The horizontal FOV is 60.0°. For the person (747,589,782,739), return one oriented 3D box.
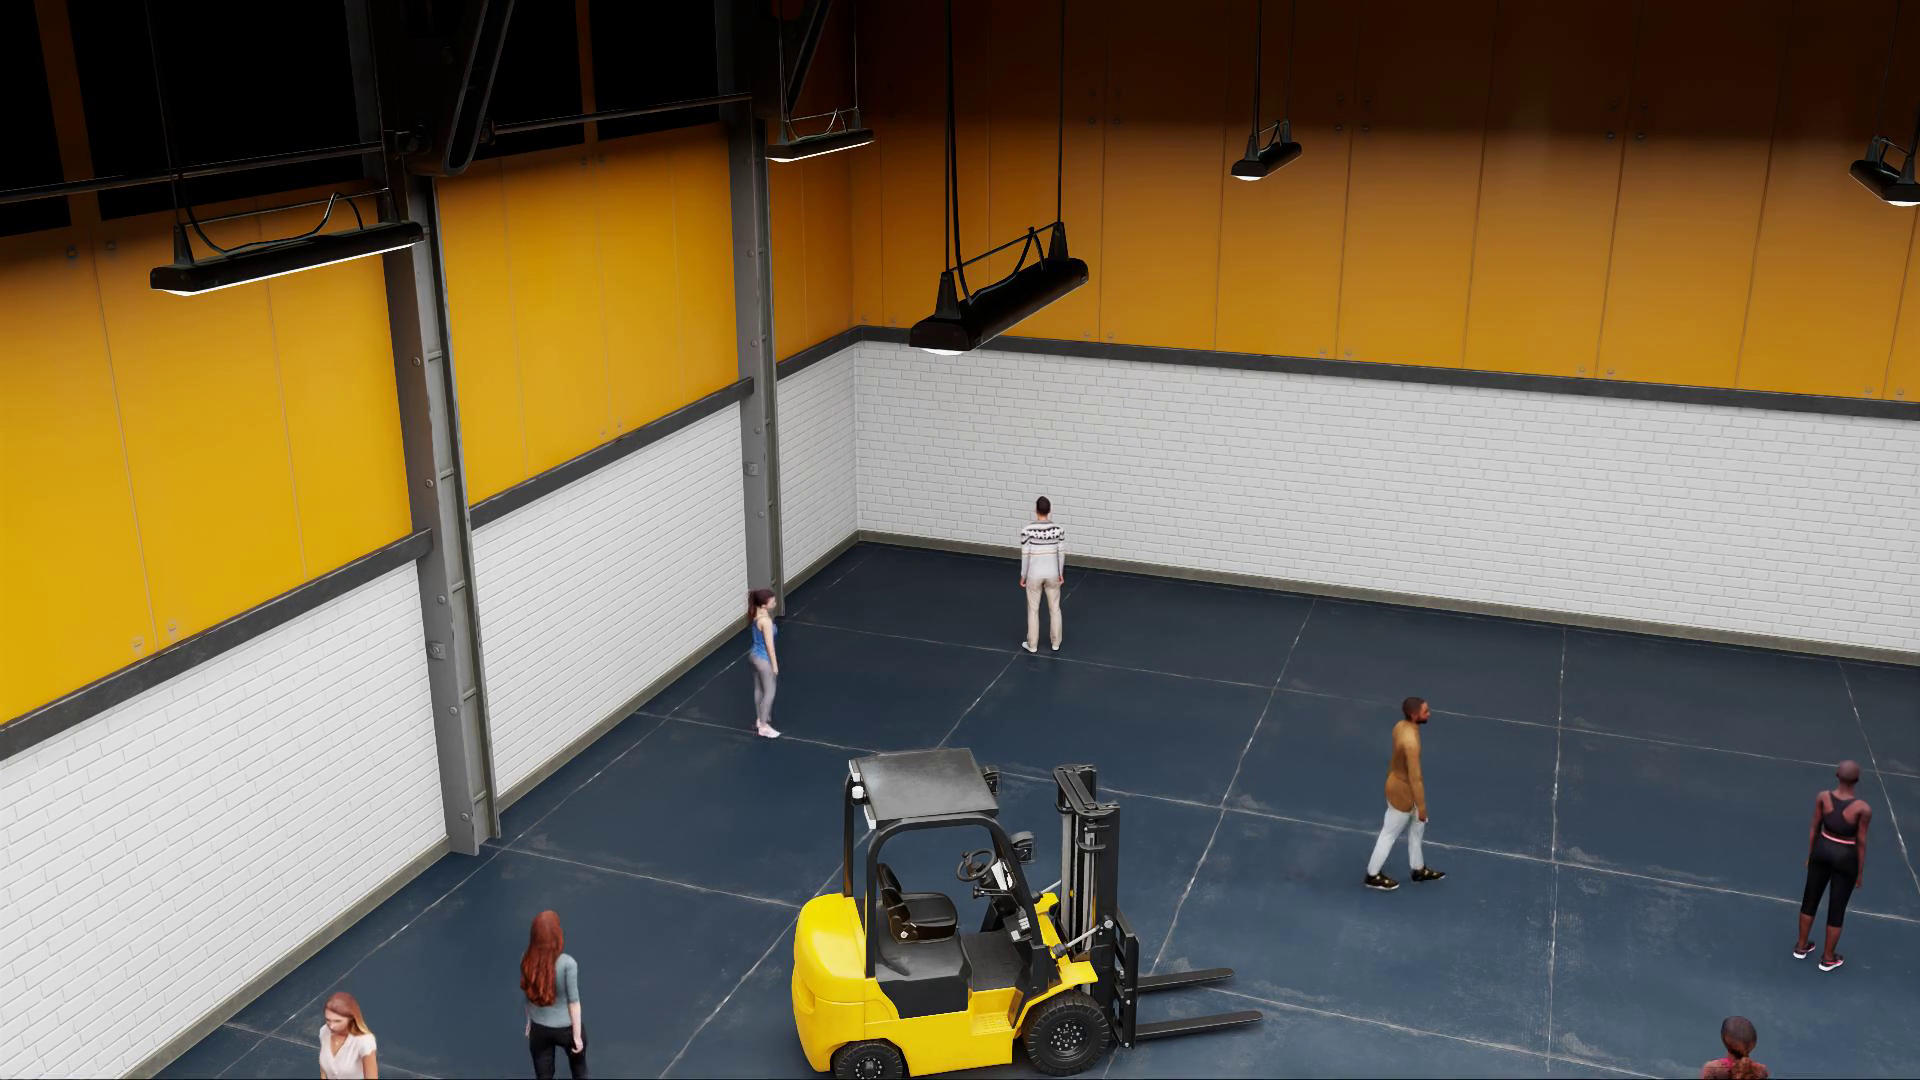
[{"bbox_3d":[-2.053,1.231,17.255,0.769,1.598,0.721,-14,23,-36],"label":"person"}]

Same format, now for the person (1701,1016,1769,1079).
[{"bbox_3d":[4.585,3.663,9.894,0.649,1.687,1.147,4,19,12],"label":"person"}]

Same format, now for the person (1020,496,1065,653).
[{"bbox_3d":[0.958,0.399,19.315,0.764,1.860,0.760,-3,19,-10],"label":"person"}]

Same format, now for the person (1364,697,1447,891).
[{"bbox_3d":[3.676,2.169,14.166,0.885,1.792,0.960,2,19,5],"label":"person"}]

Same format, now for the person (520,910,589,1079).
[{"bbox_3d":[-2.711,3.301,10.937,0.675,1.708,1.179,5,19,14],"label":"person"}]

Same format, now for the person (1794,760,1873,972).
[{"bbox_3d":[6.879,2.544,13.102,0.699,1.759,0.679,-15,24,-38],"label":"person"}]

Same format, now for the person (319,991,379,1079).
[{"bbox_3d":[-3.733,3.495,10.402,0.605,1.680,0.706,8,20,23],"label":"person"}]
